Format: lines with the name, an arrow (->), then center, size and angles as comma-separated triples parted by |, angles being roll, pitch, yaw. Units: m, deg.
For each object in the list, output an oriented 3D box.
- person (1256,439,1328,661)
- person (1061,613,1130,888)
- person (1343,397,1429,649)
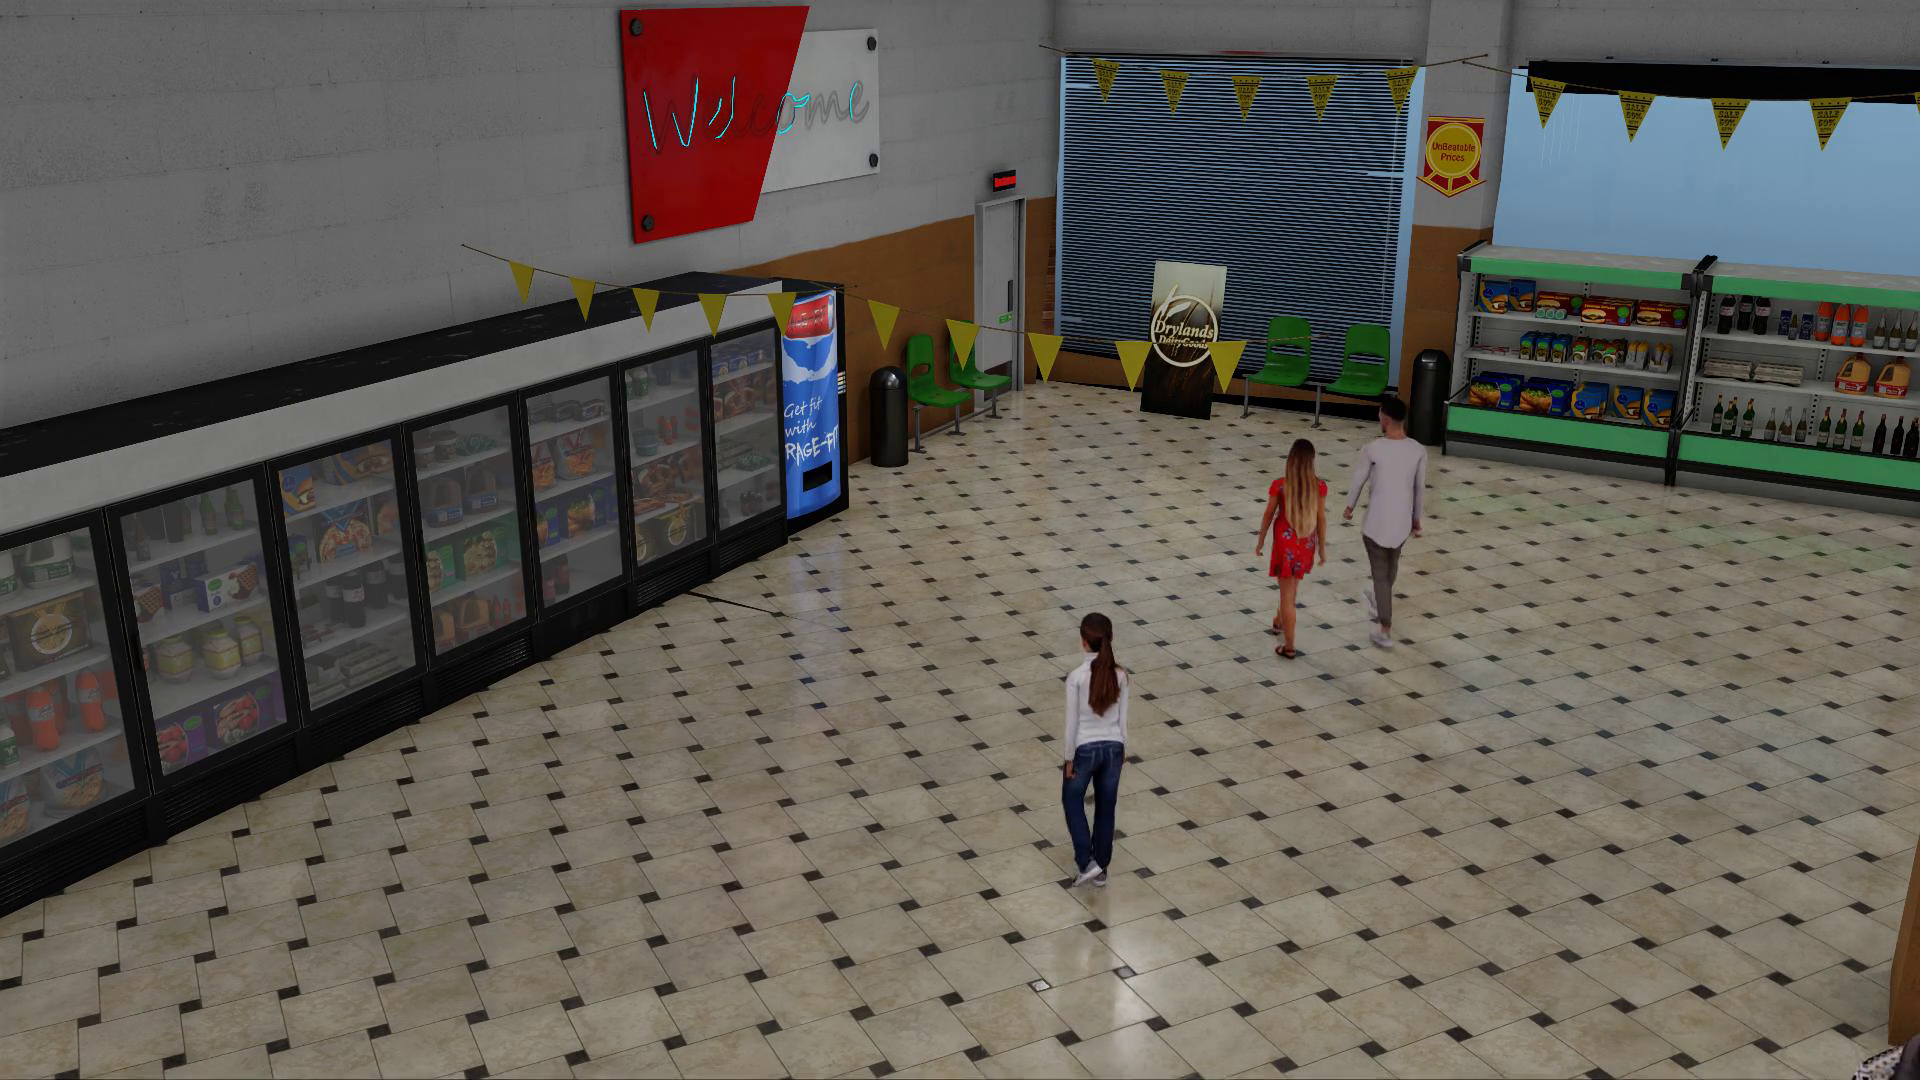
person -> 2.404, 0.092, 11.855 | 0.956, 1.564, 0.958 | -2, 19, -5
person -> 0.733, 1.157, 8.731 | 0.747, 1.543, 0.790 | -3, 19, -10
person -> 3.128, -0.097, 12.077 | 1.117, 1.781, 1.146 | -3, 19, -10
